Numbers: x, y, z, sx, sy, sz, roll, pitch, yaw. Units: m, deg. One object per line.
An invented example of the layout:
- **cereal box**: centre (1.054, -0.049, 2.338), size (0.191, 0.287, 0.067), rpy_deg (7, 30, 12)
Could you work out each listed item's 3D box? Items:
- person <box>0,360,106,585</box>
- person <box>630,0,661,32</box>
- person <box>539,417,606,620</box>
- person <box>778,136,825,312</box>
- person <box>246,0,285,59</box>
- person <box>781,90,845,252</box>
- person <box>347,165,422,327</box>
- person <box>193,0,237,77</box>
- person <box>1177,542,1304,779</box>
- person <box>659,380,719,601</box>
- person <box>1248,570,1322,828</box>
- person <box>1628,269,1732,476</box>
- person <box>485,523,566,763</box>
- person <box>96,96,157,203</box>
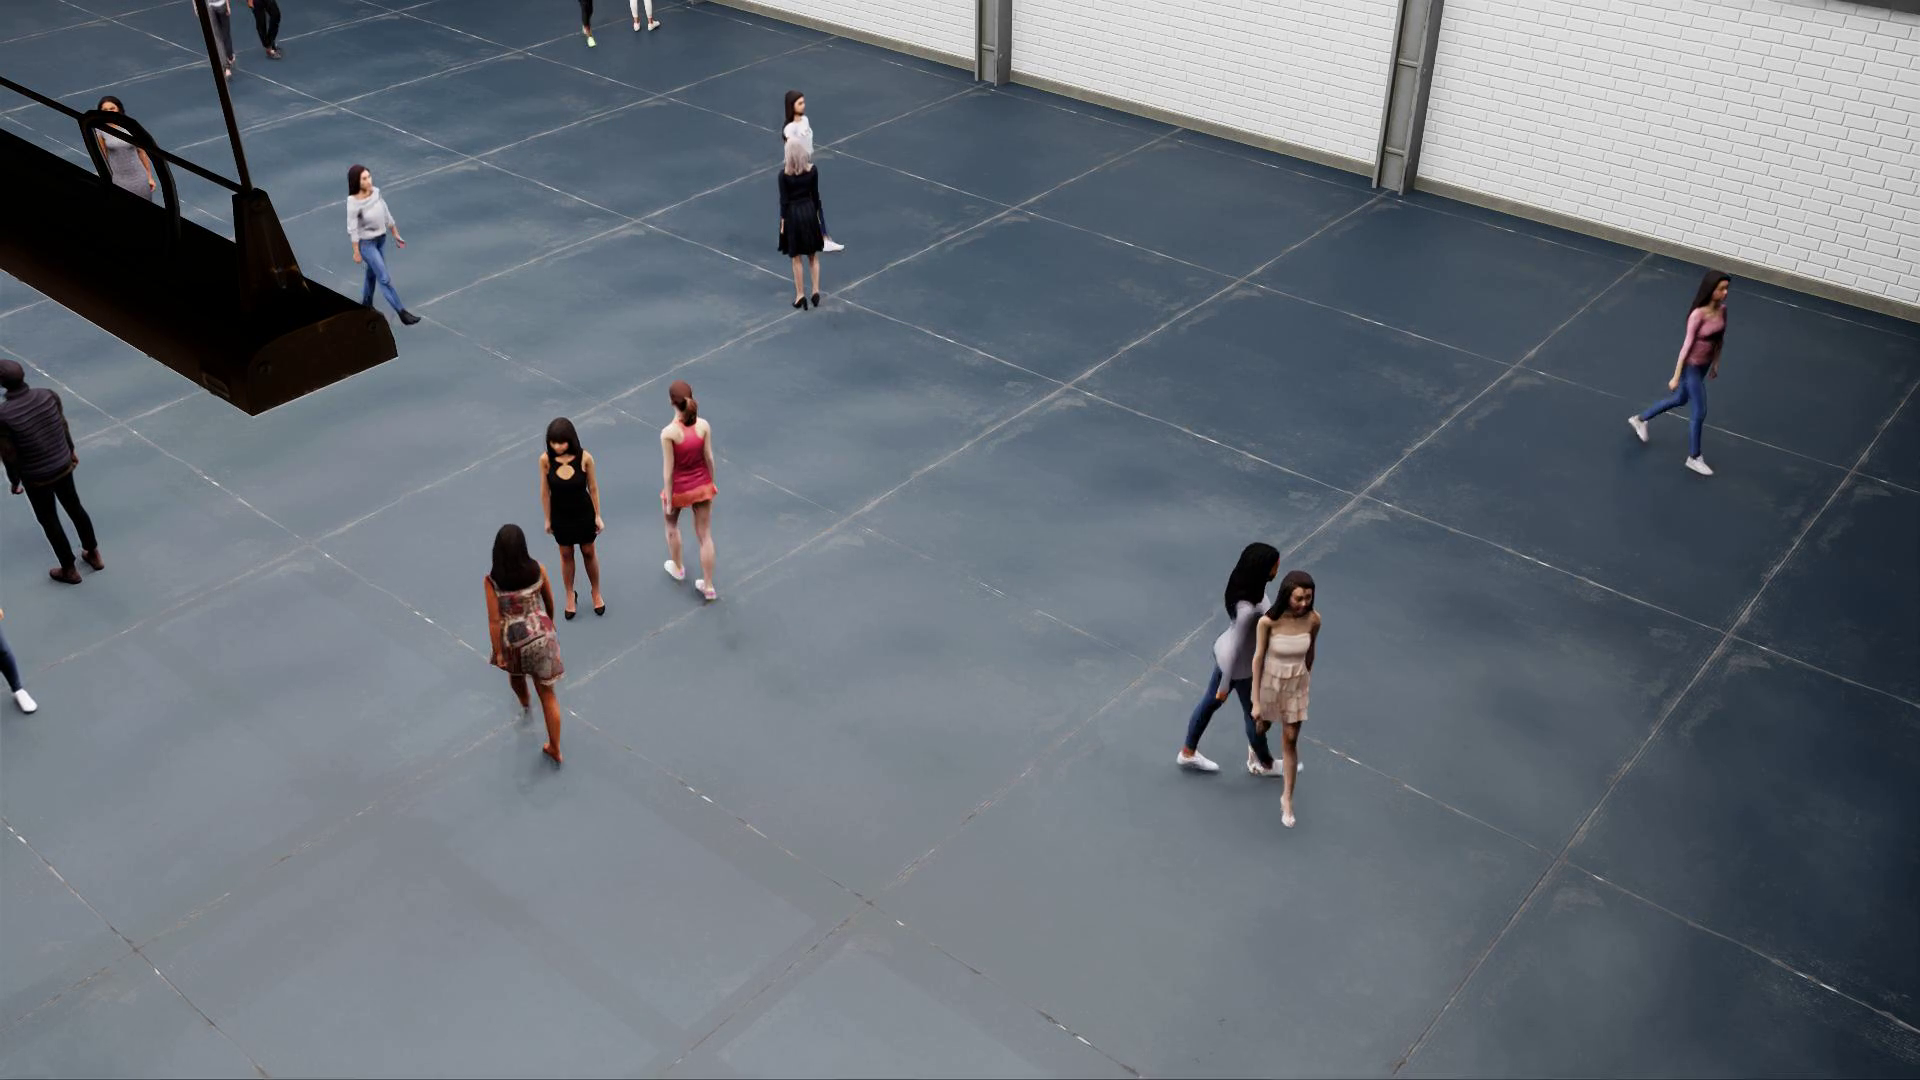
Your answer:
- **person**: centre (-6.764, -0.519, 12.293), size (0.634, 1.836, 0.731), rpy_deg (17, 37, 24)
- **person**: centre (-4.647, -8.238, 24.018), size (0.670, 1.712, 0.756), rpy_deg (2, 34, 3)
- **person**: centre (-2.779, -0.171, 11.944), size (0.625, 1.643, 0.674), rpy_deg (-4, 34, -6)
- **person**: centre (-1.561, -3.094, 16.247), size (0.677, 1.747, 0.677), rpy_deg (-17, 37, -24)
- **person**: centre (-9.730, -7.517, 22.854), size (0.684, 1.799, 0.723), rpy_deg (17, 37, 24)
- **person**: centre (-1.773, -3.815, 17.333), size (1.013, 1.745, 0.787), rpy_deg (13, 36, 18)
- **person**: centre (-5.721, -2.833, 15.992), size (1.079, 1.595, 0.850), rpy_deg (10, 35, 14)
- **person**: centre (-9.974, -7.061, 22.244), size (0.869, 1.715, 1.163), rpy_deg (-17, 37, -24)
- **person**: centre (1.631, 0.777, 10.468), size (1.162, 1.697, 1.029), rpy_deg (5, 34, 7)
- **person**: centre (-1.939, -0.319, 12.085), size (0.755, 1.733, 0.907), rpy_deg (-17, 37, -24)
- **person**: centre (1.938, 0.894, 10.288), size (0.929, 1.703, 0.994), rpy_deg (-4, 34, -5)
- **person**: centre (6.040, -1.450, 13.811), size (0.810, 1.706, 1.169), rpy_deg (-20, 39, -27)
- **person**: centre (-2.769, 0.698, 10.670), size (0.921, 1.605, 1.194), rpy_deg (-17, 37, -23)
- **person**: centre (-8.538, -3.696, 17.122), size (0.657, 1.781, 0.653), rpy_deg (-15, 36, -21)
